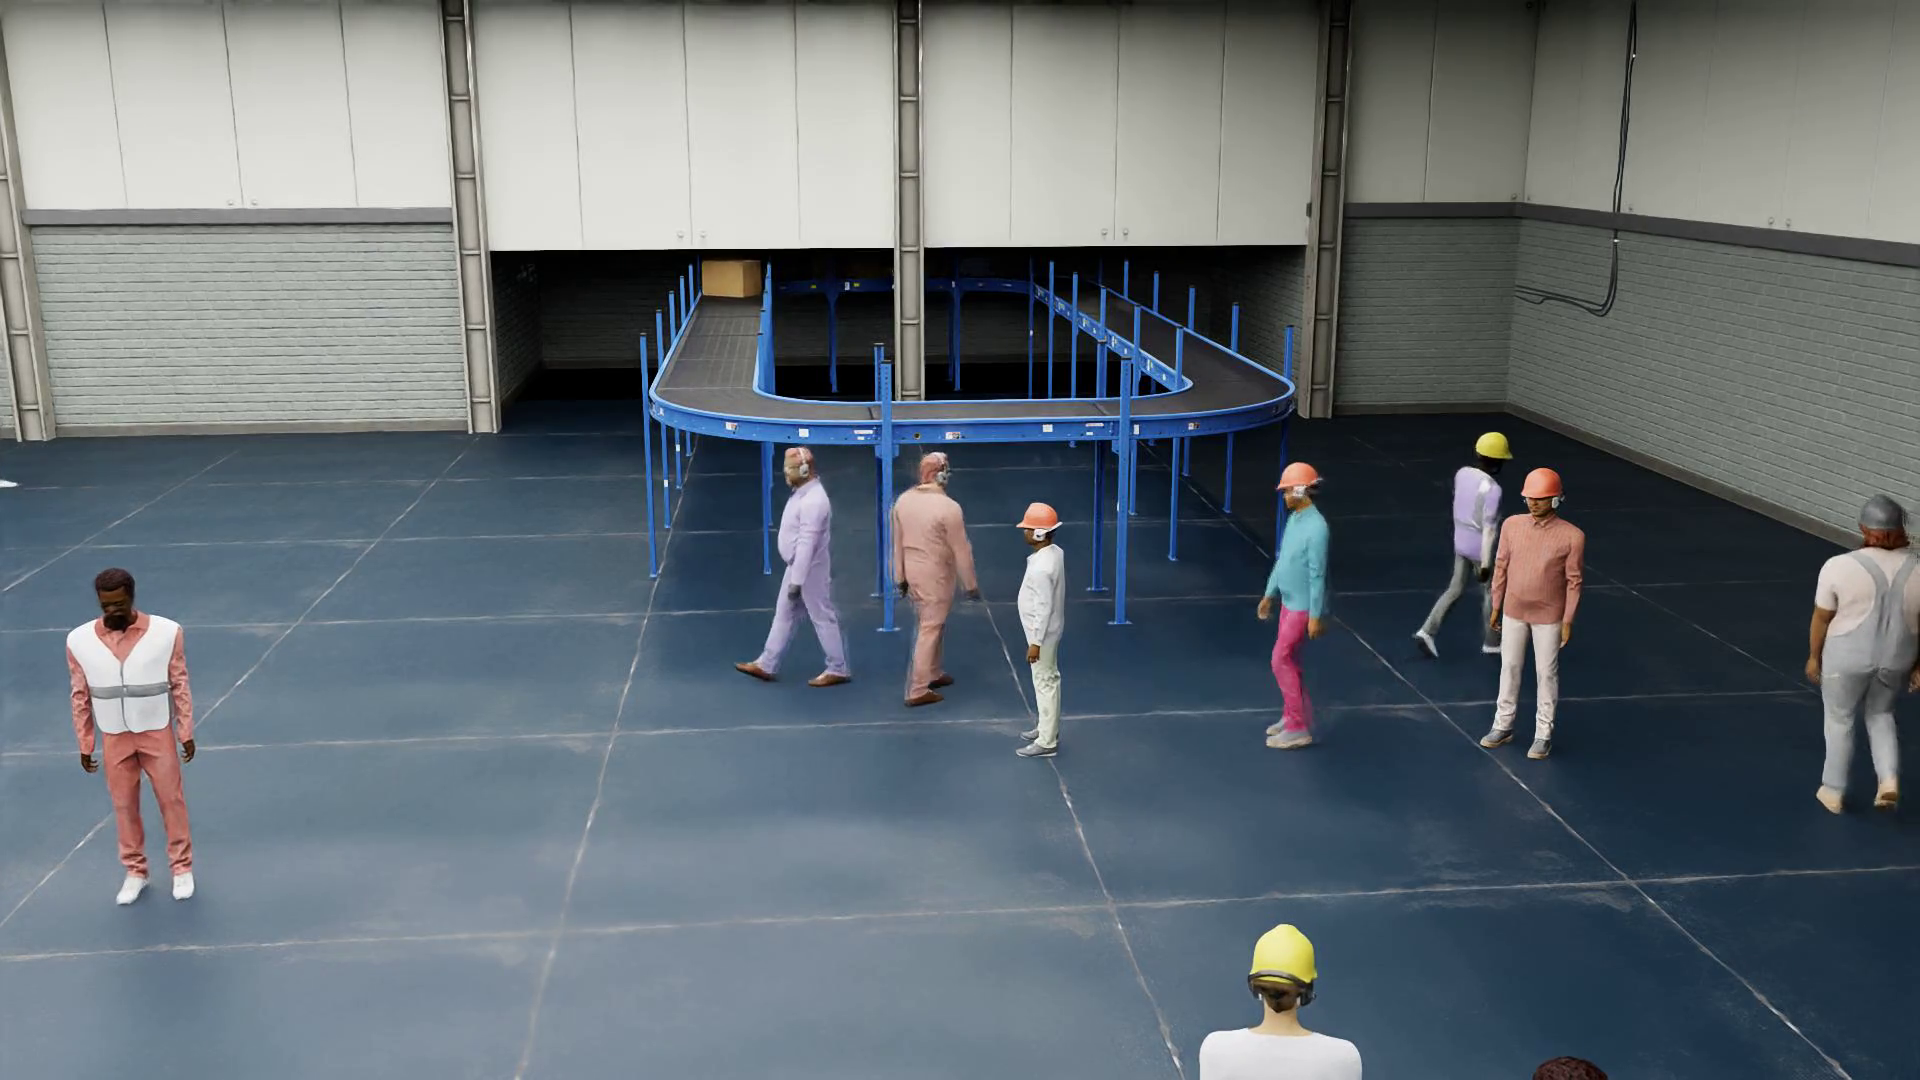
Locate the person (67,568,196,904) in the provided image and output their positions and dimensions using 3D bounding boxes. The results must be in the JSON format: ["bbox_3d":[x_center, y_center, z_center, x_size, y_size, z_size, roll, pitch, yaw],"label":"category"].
[{"bbox_3d":[-4.541,1.063,9.177,0.598,1.910,0.403,-4,15,-16],"label":"person"}]

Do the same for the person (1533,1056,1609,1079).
[{"bbox_3d":[1.524,2.236,4.482,0.587,1.911,0.397,-7,16,-25],"label":"person"}]

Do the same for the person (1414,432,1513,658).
[{"bbox_3d":[4.100,0.045,13.293,0.899,1.882,0.605,-5,15,-21],"label":"person"}]

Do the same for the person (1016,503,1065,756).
[{"bbox_3d":[0.542,0.604,11.316,0.327,1.753,0.563,2,14,10],"label":"person"}]

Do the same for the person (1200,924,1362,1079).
[{"bbox_3d":[1.021,2.084,5.393,0.524,1.759,0.328,2,14,7],"label":"person"}]

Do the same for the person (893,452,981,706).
[{"bbox_3d":[-0.133,0.280,12.369,0.757,1.879,0.653,-11,18,-37],"label":"person"}]

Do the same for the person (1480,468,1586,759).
[{"bbox_3d":[3.891,0.488,11.296,0.611,1.995,0.380,12,18,40],"label":"person"}]

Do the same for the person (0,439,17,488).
[{"bbox_3d":[-11.387,-1.514,19.476,0.405,1.935,0.616,-7,15,-24],"label":"person"}]

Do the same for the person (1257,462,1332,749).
[{"bbox_3d":[2.319,0.462,11.497,0.481,1.954,0.713,-1,14,-6],"label":"person"}]

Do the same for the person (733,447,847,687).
[{"bbox_3d":[-1.277,0.226,12.605,0.873,1.863,0.658,-4,15,-14],"label":"person"}]

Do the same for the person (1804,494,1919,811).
[{"bbox_3d":[5.614,0.704,10.338,0.689,2.000,0.552,2,14,7],"label":"person"}]
